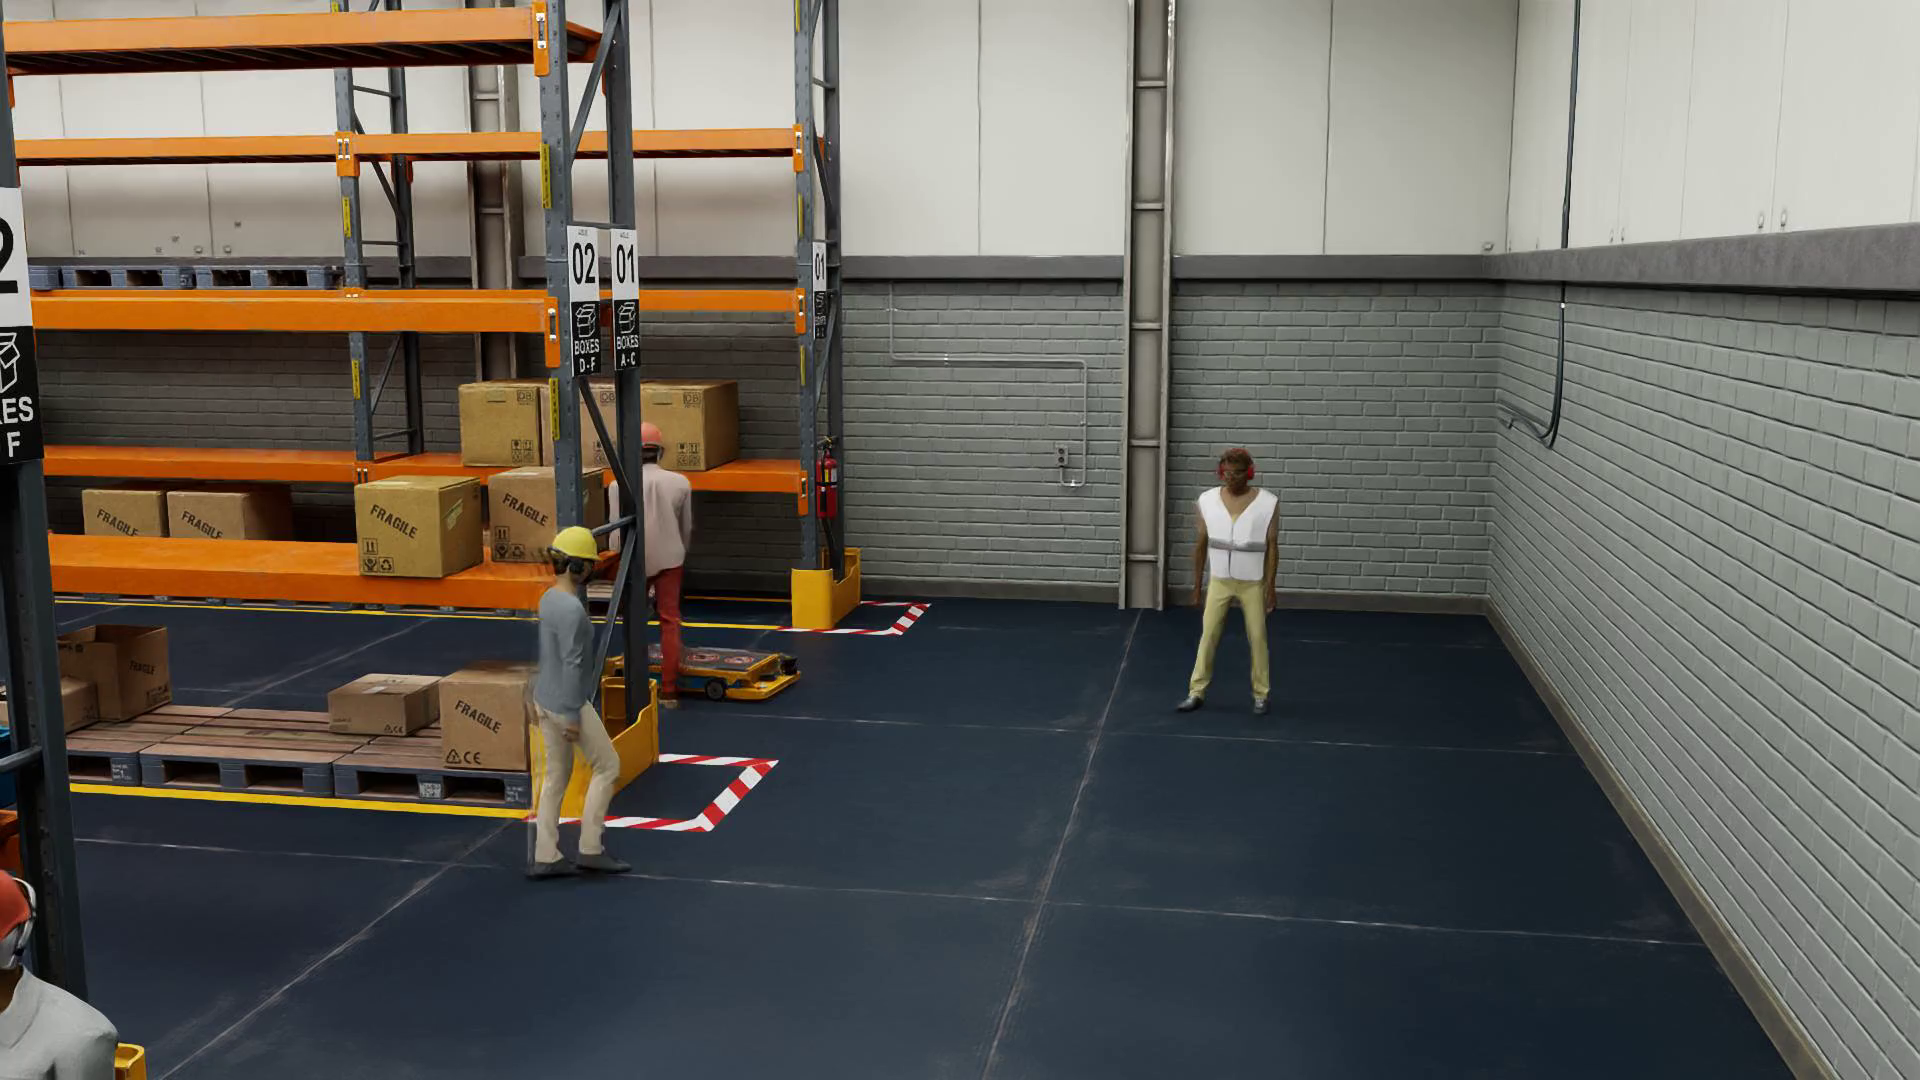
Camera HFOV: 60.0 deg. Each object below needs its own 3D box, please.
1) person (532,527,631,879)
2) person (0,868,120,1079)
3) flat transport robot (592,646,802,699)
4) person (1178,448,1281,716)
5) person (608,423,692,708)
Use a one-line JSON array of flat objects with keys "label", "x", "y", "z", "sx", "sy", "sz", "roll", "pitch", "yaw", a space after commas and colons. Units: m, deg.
[{"label": "person", "x": -1.881, "y": 0.803, "z": 8.205, "sx": 0.587, "sy": 1.732, "sz": 0.540, "roll": -5, "pitch": 11, "yaw": -30}, {"label": "person", "x": -2.109, "y": 1.537, "z": 3.659, "sx": 0.560, "sy": 1.743, "sz": 0.334, "roll": 2, "pitch": 9, "yaw": 15}, {"label": "flat transport robot", "x": -1.924, "y": 0.934, "z": 11.963, "sx": 1.431, "sy": 0.197, "sz": 0.652, "roll": 3, "pitch": 10, "yaw": 16}, {"label": "person", "x": 1.867, "y": 0.275, "z": 11.241, "sx": 0.587, "sy": 1.836, "sz": 0.432, "roll": 4, "pitch": 10, "yaw": 21}, {"label": "person", "x": -2.179, "y": 0.151, "z": 11.677, "sx": 0.607, "sy": 1.931, "sz": 1.044, "roll": -4, "pitch": 10, "yaw": -22}]
